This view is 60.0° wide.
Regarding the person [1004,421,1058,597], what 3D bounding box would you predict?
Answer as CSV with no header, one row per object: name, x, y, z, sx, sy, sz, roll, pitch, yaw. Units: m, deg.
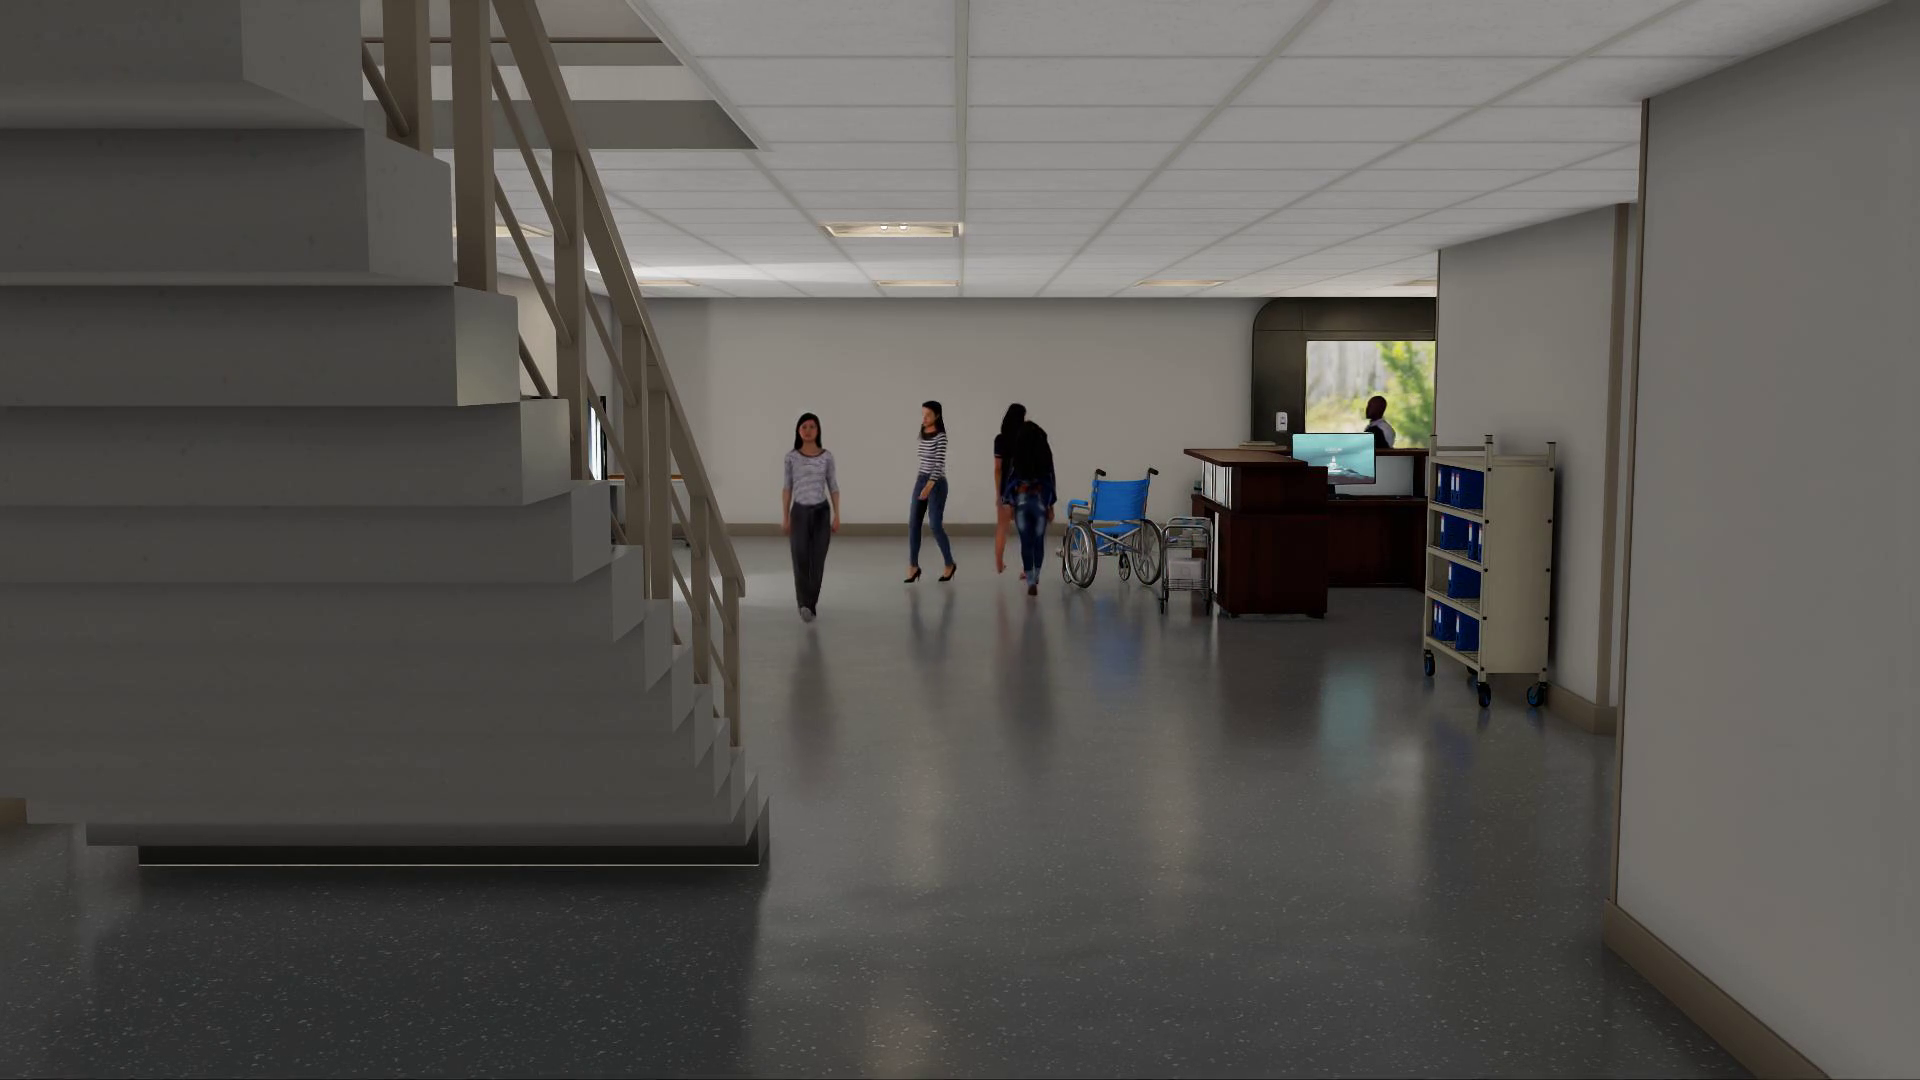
person,0.644,-0.247,15.079,0.649,1.579,1.029,0,6,-2

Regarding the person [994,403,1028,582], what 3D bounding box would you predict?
person,0.574,-0.408,16.068,0.625,1.700,1.174,-1,6,-9

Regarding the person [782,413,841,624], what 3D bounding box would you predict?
person,-1.219,-0.160,13.639,0.689,1.693,1.093,-1,6,-6

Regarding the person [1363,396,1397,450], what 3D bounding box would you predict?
person,4.453,-0.598,17.432,0.866,1.806,0.972,-1,6,-14

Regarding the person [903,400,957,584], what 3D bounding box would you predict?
person,-0.209,-0.437,16.046,0.925,1.762,0.883,-4,7,-36
